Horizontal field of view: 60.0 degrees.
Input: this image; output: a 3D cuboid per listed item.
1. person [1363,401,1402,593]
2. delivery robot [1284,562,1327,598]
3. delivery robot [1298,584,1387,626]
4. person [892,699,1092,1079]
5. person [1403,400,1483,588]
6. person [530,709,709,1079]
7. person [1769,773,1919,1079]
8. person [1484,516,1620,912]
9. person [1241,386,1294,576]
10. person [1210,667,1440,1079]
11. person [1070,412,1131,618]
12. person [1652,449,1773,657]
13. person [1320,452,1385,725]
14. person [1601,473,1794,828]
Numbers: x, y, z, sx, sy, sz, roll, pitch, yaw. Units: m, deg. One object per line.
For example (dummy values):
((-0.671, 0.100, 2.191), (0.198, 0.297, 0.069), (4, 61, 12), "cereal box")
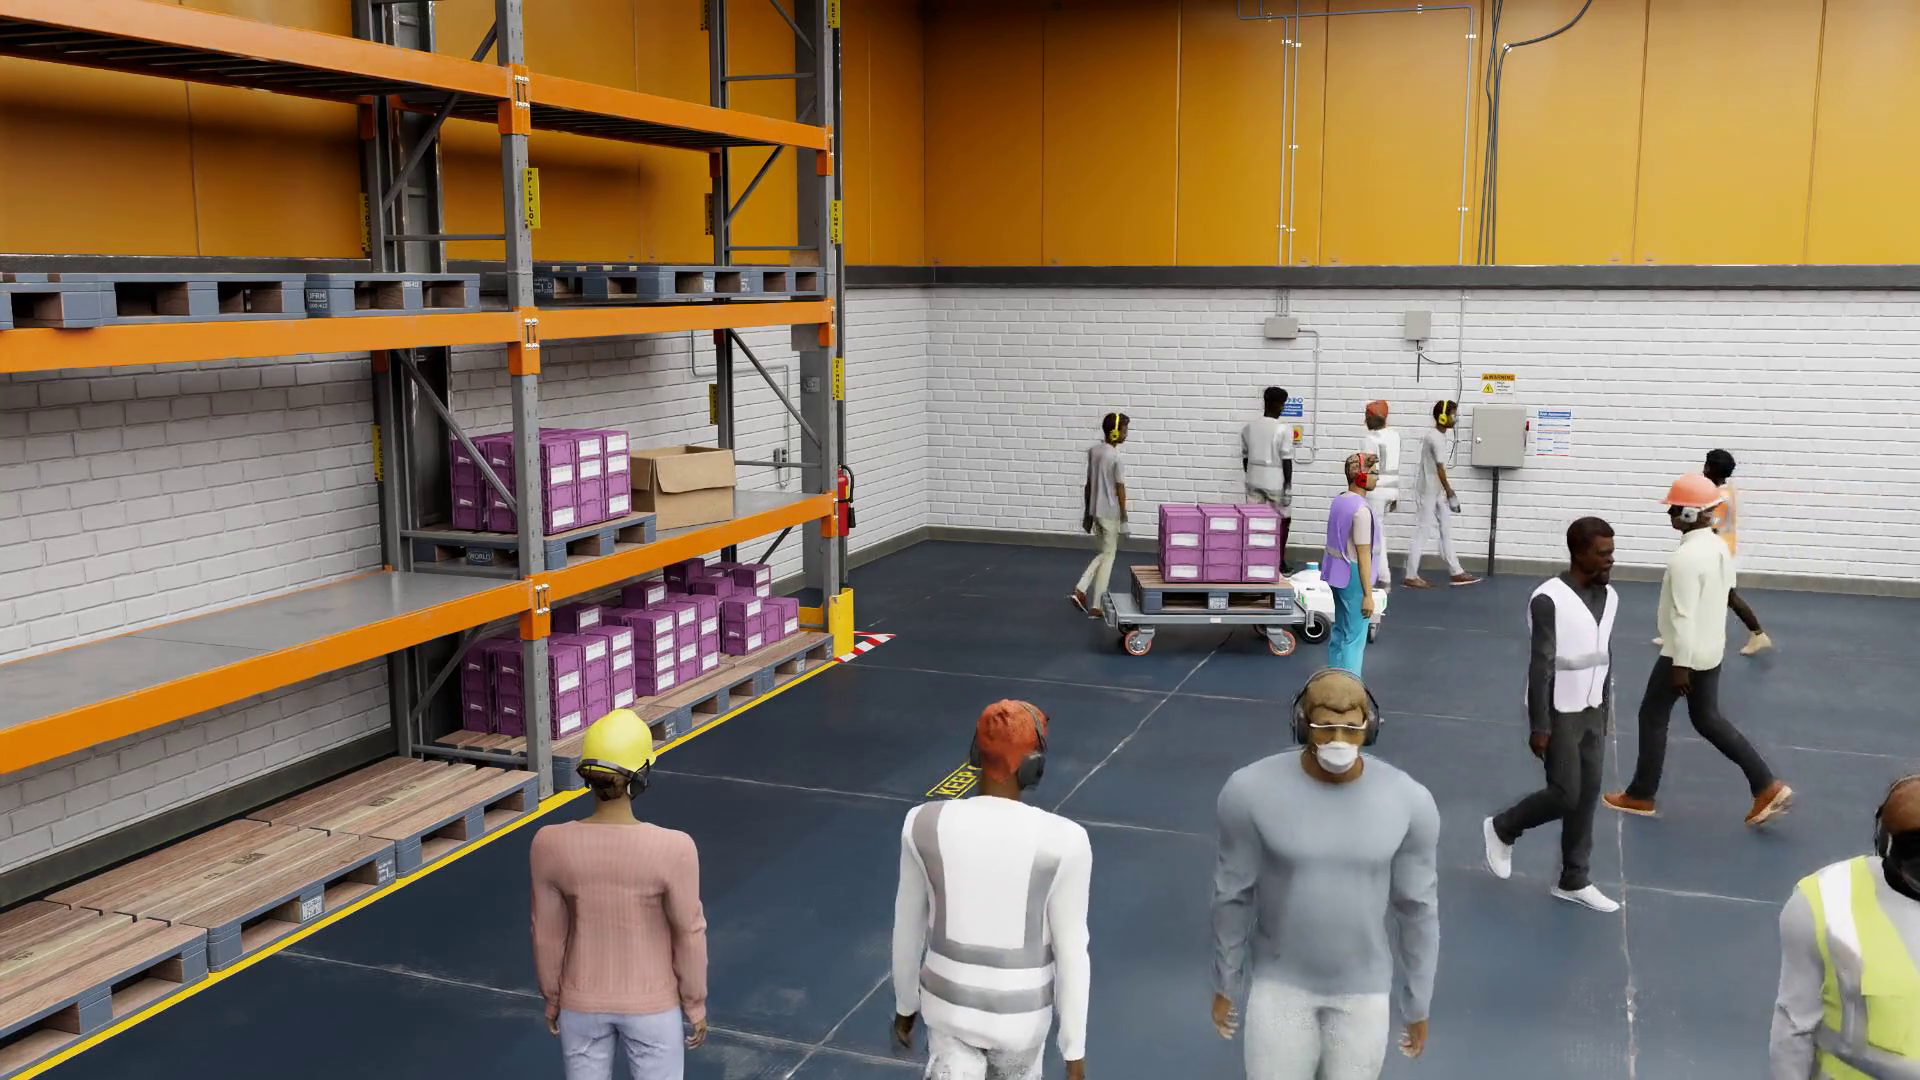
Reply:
((4.000, -0.441, 16.152), (0.635, 1.830, 0.738), (-9, 13, -44), "person")
((3.029, 0.436, 14.336), (0.707, 0.478, 0.477), (-3, 10, -20), "delivery robot")
((3.174, 0.519, 13.814), (0.707, 0.478, 0.477), (1, 9, 8), "delivery robot")
((0.078, 1.370, 4.797), (0.600, 1.837, 0.973), (2, 9, 11), "person")
((4.703, -0.423, 16.052), (0.847, 1.839, 0.505), (3, 10, 18), "person")
((-1.002, 1.373, 4.959), (0.530, 1.768, 0.312), (1, 9, 6), "person")
((2.391, 1.461, 4.210), (0.649, 1.828, 0.495), (3, 10, 20), "person")
((2.903, 0.817, 8.010), (0.615, 1.905, 0.587), (-6, 11, -35), "person")
((3.085, -0.561, 16.527), (0.647, 1.937, 0.685), (8, 12, 40), "person")
((1.055, 1.312, 4.821), (0.652, 1.928, 0.435), (1, 9, 4), "person")
((1.287, -0.204, 14.612), (0.418, 1.846, 0.498), (-5, 10, -27), "person")
((6.087, 0.099, 13.288), (0.874, 1.658, 0.535), (5, 10, 26), "person")
((2.657, 0.324, 11.289), (0.390, 1.846, 0.563), (-1, 9, -7), "person")
((4.107, 0.613, 9.146), (0.906, 1.967, 0.631), (9, 13, 44), "person")
